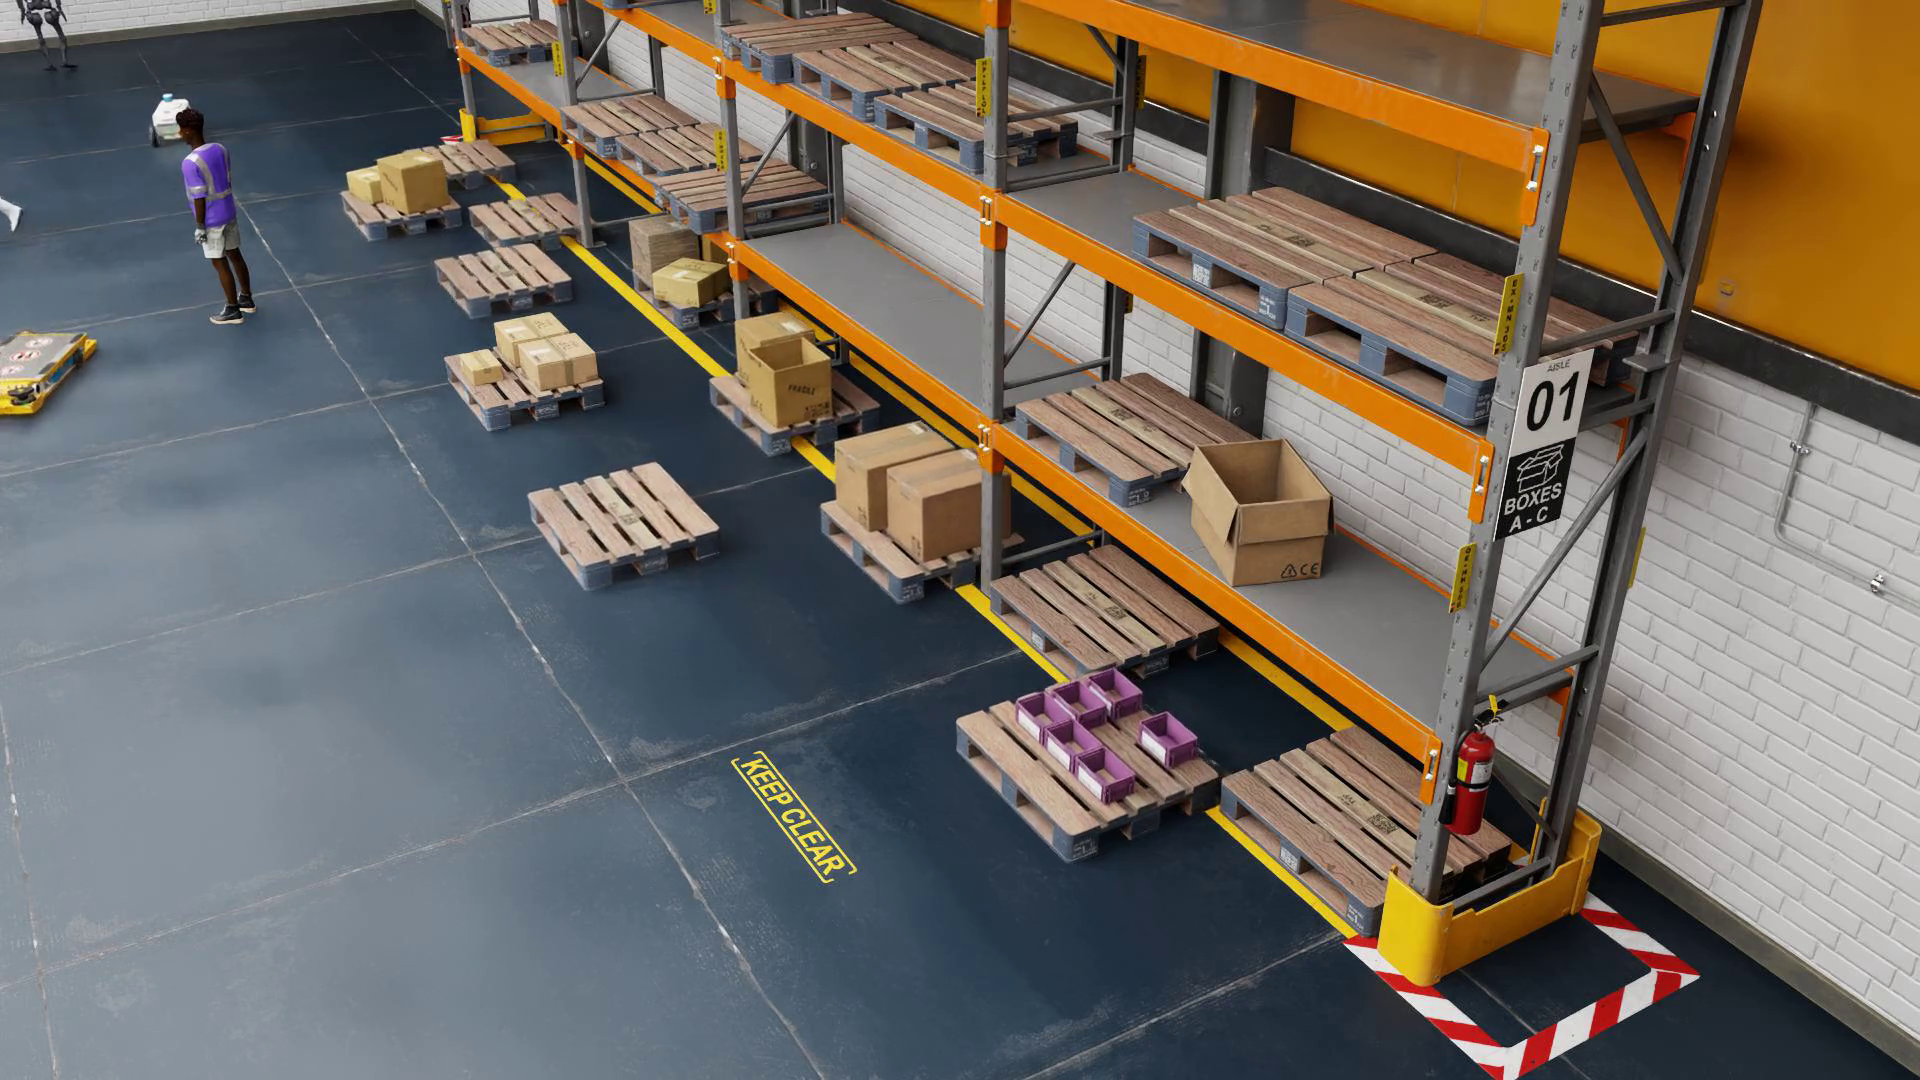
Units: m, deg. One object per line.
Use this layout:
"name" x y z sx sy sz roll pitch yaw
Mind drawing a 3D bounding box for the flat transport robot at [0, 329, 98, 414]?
"flat transport robot" -7.962 -1.439 14.172 0.659 0.231 1.431 -2 30 -4

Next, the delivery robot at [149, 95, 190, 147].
"delivery robot" -9.687 -5.158 20.460 0.499 0.606 0.796 -8 30 -13

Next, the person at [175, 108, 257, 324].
"person" -6.774 -2.939 15.100 0.362 1.964 0.611 3 30 6

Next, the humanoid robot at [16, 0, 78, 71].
"humanoid robot" -12.880 -7.414 23.298 0.605 1.647 0.467 -10 31 -17

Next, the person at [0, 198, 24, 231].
"person" -10.096 -3.852 16.996 0.531 1.694 0.471 -10 31 -17
